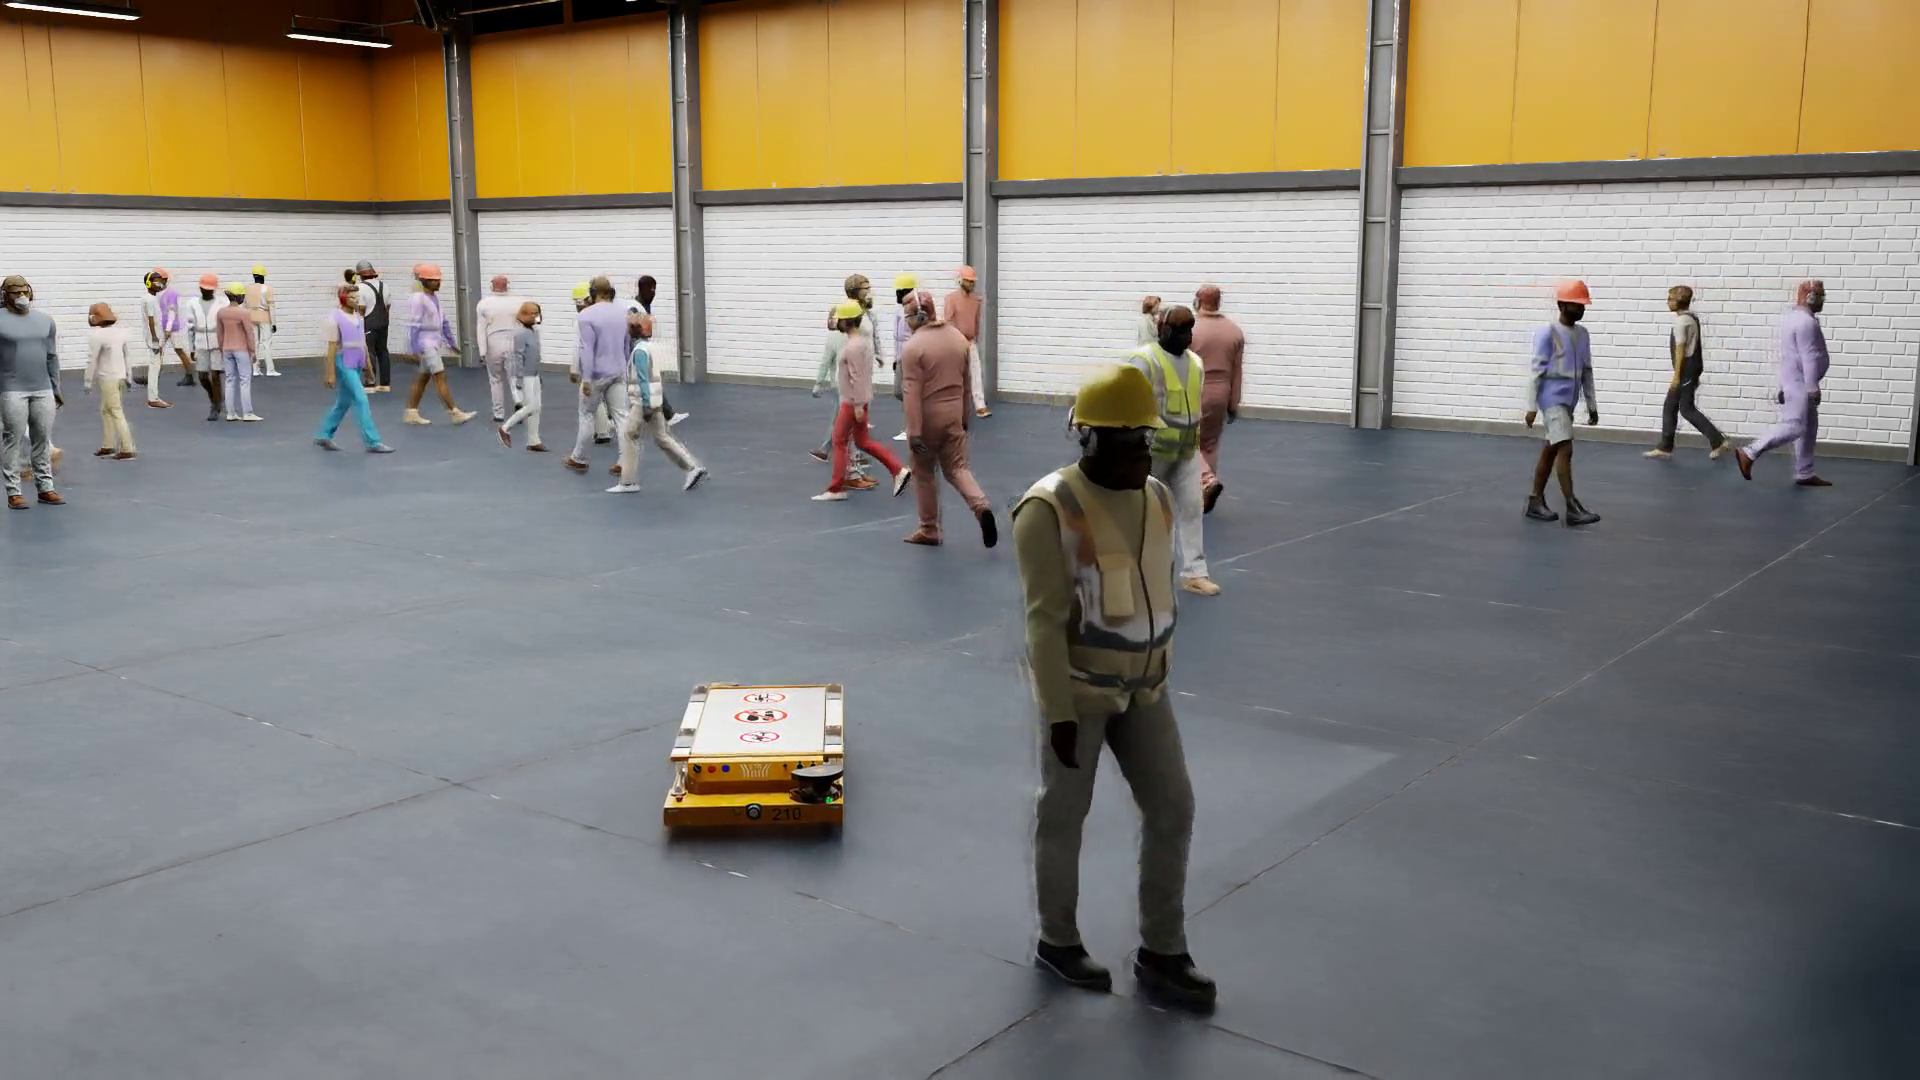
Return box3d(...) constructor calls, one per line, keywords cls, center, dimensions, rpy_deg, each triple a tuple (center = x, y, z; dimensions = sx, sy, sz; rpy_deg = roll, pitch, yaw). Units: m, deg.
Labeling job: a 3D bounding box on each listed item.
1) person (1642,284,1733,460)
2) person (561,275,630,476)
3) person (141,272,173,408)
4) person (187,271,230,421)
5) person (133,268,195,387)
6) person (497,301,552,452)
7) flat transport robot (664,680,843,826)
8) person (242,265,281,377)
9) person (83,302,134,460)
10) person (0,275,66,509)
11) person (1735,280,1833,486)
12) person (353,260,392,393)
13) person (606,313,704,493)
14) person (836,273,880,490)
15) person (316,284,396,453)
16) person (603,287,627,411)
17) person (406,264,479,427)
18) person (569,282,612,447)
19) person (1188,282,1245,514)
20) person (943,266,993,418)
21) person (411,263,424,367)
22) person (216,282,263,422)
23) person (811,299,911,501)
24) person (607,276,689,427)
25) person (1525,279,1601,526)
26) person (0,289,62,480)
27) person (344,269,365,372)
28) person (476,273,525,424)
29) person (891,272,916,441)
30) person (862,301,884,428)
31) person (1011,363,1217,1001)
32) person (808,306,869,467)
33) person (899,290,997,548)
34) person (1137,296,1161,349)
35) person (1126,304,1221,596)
box3d(cls="person", center=(7.479, -1.694, 16.947), dimensions=(0.808, 1.818, 0.511), rpy_deg=(5, 11, 27))
box3d(cls="person", center=(-3.464, -1.564, 15.900), dimensions=(0.939, 1.897, 0.663), rpy_deg=(8, 12, 38))
box3d(cls="person", center=(-11.101, -2.751, 22.937), dimensions=(0.312, 1.862, 0.535), rpy_deg=(-5, 11, -27))
box3d(cls="person", center=(-9.558, -2.477, 21.250), dimensions=(0.550, 1.905, 0.556), rpy_deg=(-1, 10, -7))
box3d(cls="person", center=(-12.680, -3.371, 26.458), dimensions=(0.570, 1.882, 0.978), rpy_deg=(6, 12, 33))
box3d(cls="person", center=(-4.638, -1.727, 17.690), dimensions=(0.457, 1.622, 0.511), rpy_deg=(1, 10, 8))
box3d(cls="flat transport robot", center=(-0.799, 0.827, 6.737), dimensions=(0.652, 0.197, 1.431), rpy_deg=(-1, 10, -4))
box3d(cls="person", center=(-12.105, -3.787, 28.780), dimensions=(0.589, 1.927, 0.388), rpy_deg=(2, 10, 9))
box3d(cls="person", center=(-8.807, -1.622, 17.058), dimensions=(0.645, 1.607, 0.529), rpy_deg=(1, 10, 7))
box3d(cls="person", center=(-7.804, -1.234, 13.882), dimensions=(0.356, 1.938, 0.638), rpy_deg=(6, 12, 32))
box3d(cls="person", center=(7.562, -1.419, 15.122), dimensions=(0.769, 1.886, 0.636), rpy_deg=(4, 10, 21))
box3d(cls="person", center=(-9.031, -3.261, 25.388), dimensions=(0.535, 2.000, 0.673), rpy_deg=(4, 11, 24))
box3d(cls="person", center=(-2.709, -1.210, 14.726), dimensions=(0.804, 1.607, 0.515), rpy_deg=(0, 10, 1))
box3d(cls="person", center=(-0.924, -1.421, 14.973), dimensions=(0.372, 1.940, 0.630), rpy_deg=(1, 10, 5))
box3d(cls="person", center=(-6.520, -1.823, 17.725), dimensions=(0.952, 1.804, 0.582), rpy_deg=(2, 10, 9))
box3d(cls="person", center=(-4.546, -2.435, 21.585), dimensions=(0.533, 1.697, 0.318), rpy_deg=(-2, 10, -9))
box3d(cls="person", center=(-6.402, -2.375, 20.382), dimensions=(1.017, 1.986, 0.613), rpy_deg=(1, 10, 5))
box3d(cls="person", center=(-4.087, -1.919, 18.260), dimensions=(0.597, 1.801, 0.604), rpy_deg=(4, 11, 23))
box3d(cls="person", center=(1.983, -1.122, 13.386), dimensions=(0.656, 1.884, 0.648), rpy_deg=(-4, 10, -21))
box3d(cls="person", center=(0.079, -2.525, 21.357), dimensions=(0.643, 1.954, 0.913), rpy_deg=(-7, 12, -34))
box3d(cls="person", center=(-10.085, -4.206, 31.191), dimensions=(0.357, 1.938, 0.542), rpy_deg=(-5, 11, -27))
box3d(cls="person", center=(-9.126, -2.377, 21.043), dimensions=(0.533, 1.767, 0.326), rpy_deg=(3, 10, 18))
box3d(cls="person", center=(-0.849, -1.192, 14.219), dimensions=(0.791, 1.740, 0.528), rpy_deg=(1, 10, 3))
box3d(cls="person", center=(-3.867, -2.277, 20.236), dimensions=(1.058, 1.855, 0.635), rpy_deg=(2, 10, 12))
box3d(cls="person", center=(4.784, -1.058, 12.943), dimensions=(0.577, 1.904, 0.859), rpy_deg=(-6, 12, -33))
box3d(cls="person", center=(-8.659, -1.442, 15.409), dimensions=(0.591, 1.831, 0.631), rpy_deg=(1, 10, 8))
box3d(cls="person", center=(-10.776, -3.888, 29.575), dimensions=(0.588, 1.855, 0.539), rpy_deg=(5, 11, 28))
box3d(cls="person", center=(-5.684, -2.383, 20.773), dimensions=(0.654, 1.879, 0.825), rpy_deg=(-5, 11, -25))
box3d(cls="person", center=(-0.538, -2.086, 18.927), dimensions=(0.565, 1.907, 0.602), rpy_deg=(-5, 11, -29))
box3d(cls="person", center=(-1.189, -2.208, 20.174), dimensions=(0.548, 1.726, 0.362), rpy_deg=(-8, 13, -39))
box3d(cls="person", center=(0.450, 0.423, 4.625), dimensions=(0.599, 1.808, 0.696), rpy_deg=(-7, 12, -35))
box3d(cls="person", center=(-1.231, -1.522, 16.553), dimensions=(0.838, 1.587, 0.521), rpy_deg=(6, 11, 29))
box3d(cls="person", center=(-0.128, -0.840, 11.810), dimensions=(0.681, 1.861, 0.800), rpy_deg=(-9, 13, -43))
box3d(cls="person", center=(2.365, -2.129, 20.040), dimensions=(0.789, 1.601, 0.535), rpy_deg=(5, 11, 26))
box3d(cls="person", center=(1.252, -0.582, 10.494), dimensions=(0.625, 1.809, 0.902), rpy_deg=(-6, 12, -32))
